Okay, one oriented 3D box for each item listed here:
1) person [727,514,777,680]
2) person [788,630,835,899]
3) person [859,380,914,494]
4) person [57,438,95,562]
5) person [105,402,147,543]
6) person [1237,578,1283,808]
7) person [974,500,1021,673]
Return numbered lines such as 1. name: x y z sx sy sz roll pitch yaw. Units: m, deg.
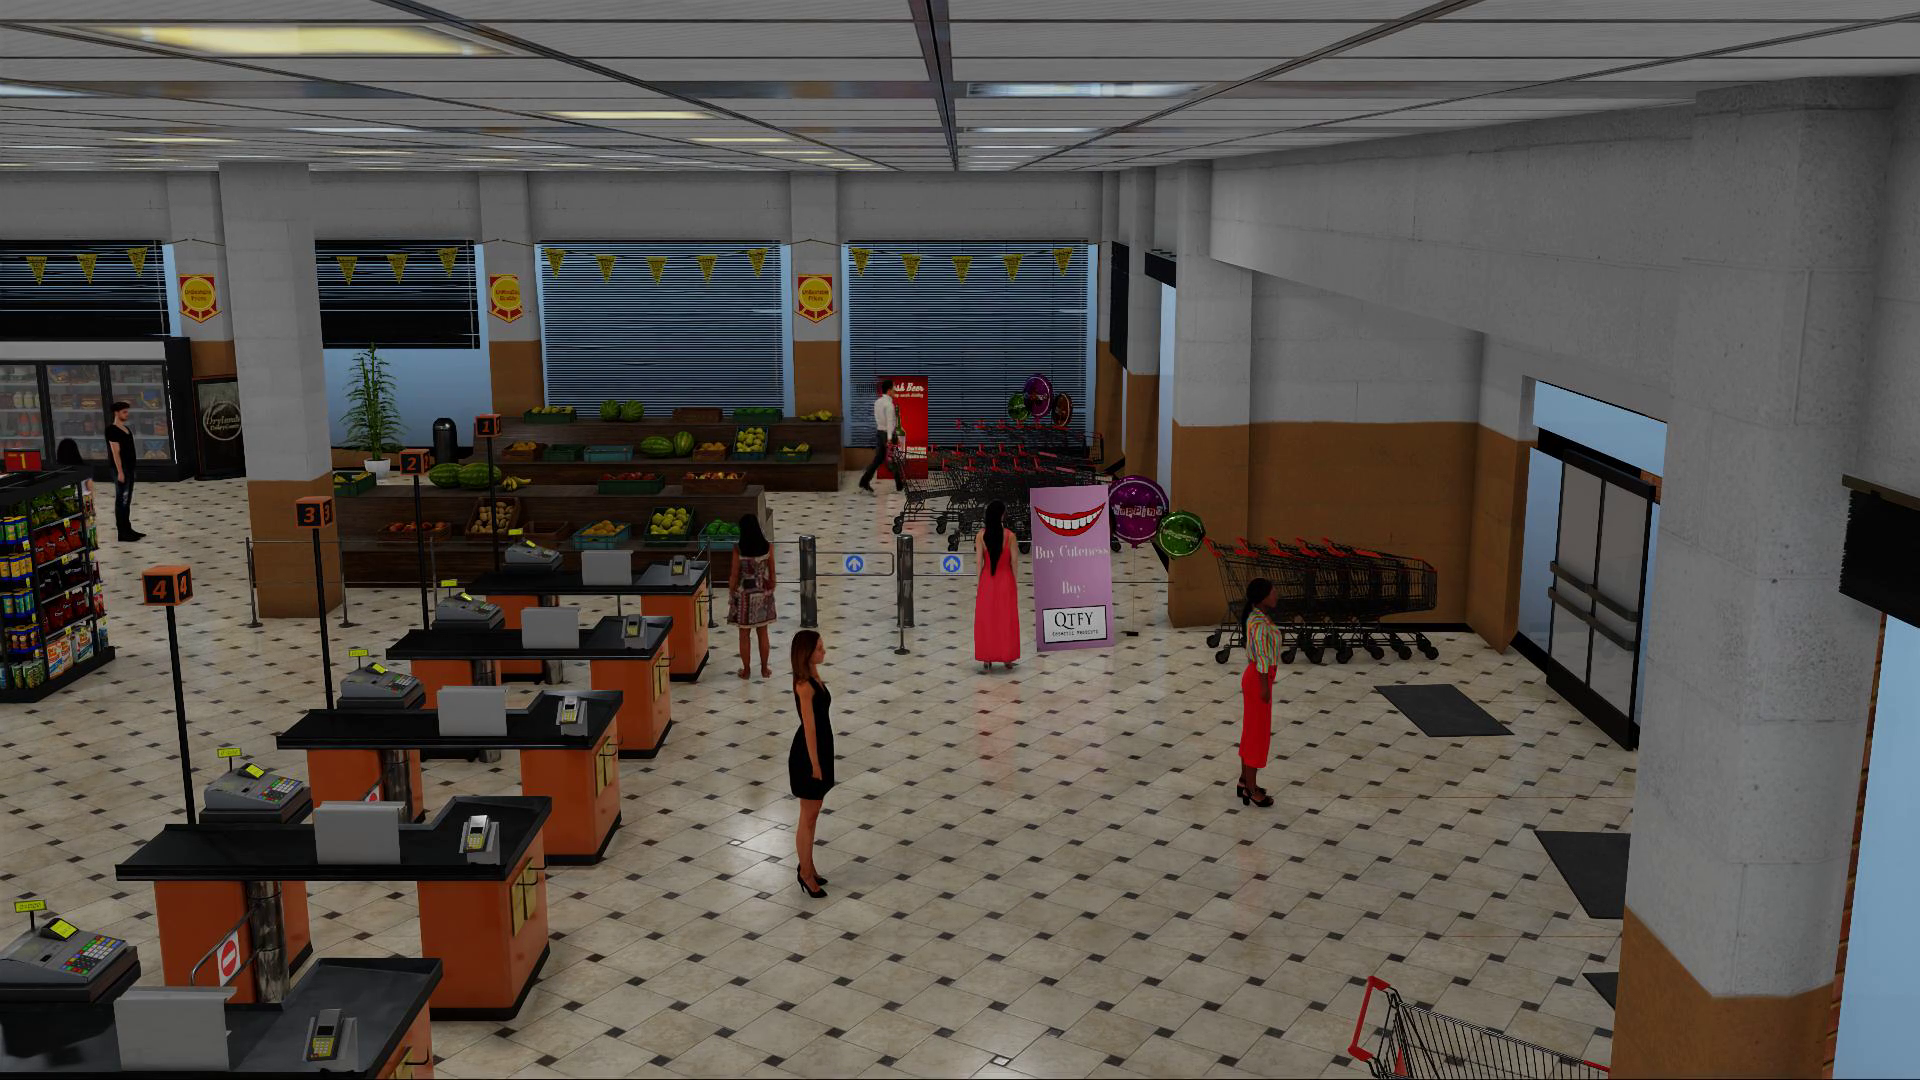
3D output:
1. person: -2.030 0.547 16.203 0.662 1.636 0.798 -4 13 -19
2. person: -1.002 1.498 11.204 0.508 1.835 0.568 0 12 0
3. person: -1.244 -1.592 26.028 1.249 1.774 1.065 -8 14 -33
4. person: -10.922 -0.400 20.567 0.760 1.692 0.823 -10 15 -38
5. person: -11.419 -0.945 22.662 0.620 1.895 0.709 -2 12 -9
6. person: 2.305 1.166 12.885 0.512 1.793 0.583 0 12 0
7. person: 0.365 0.451 16.437 0.518 1.727 0.682 1 12 4
